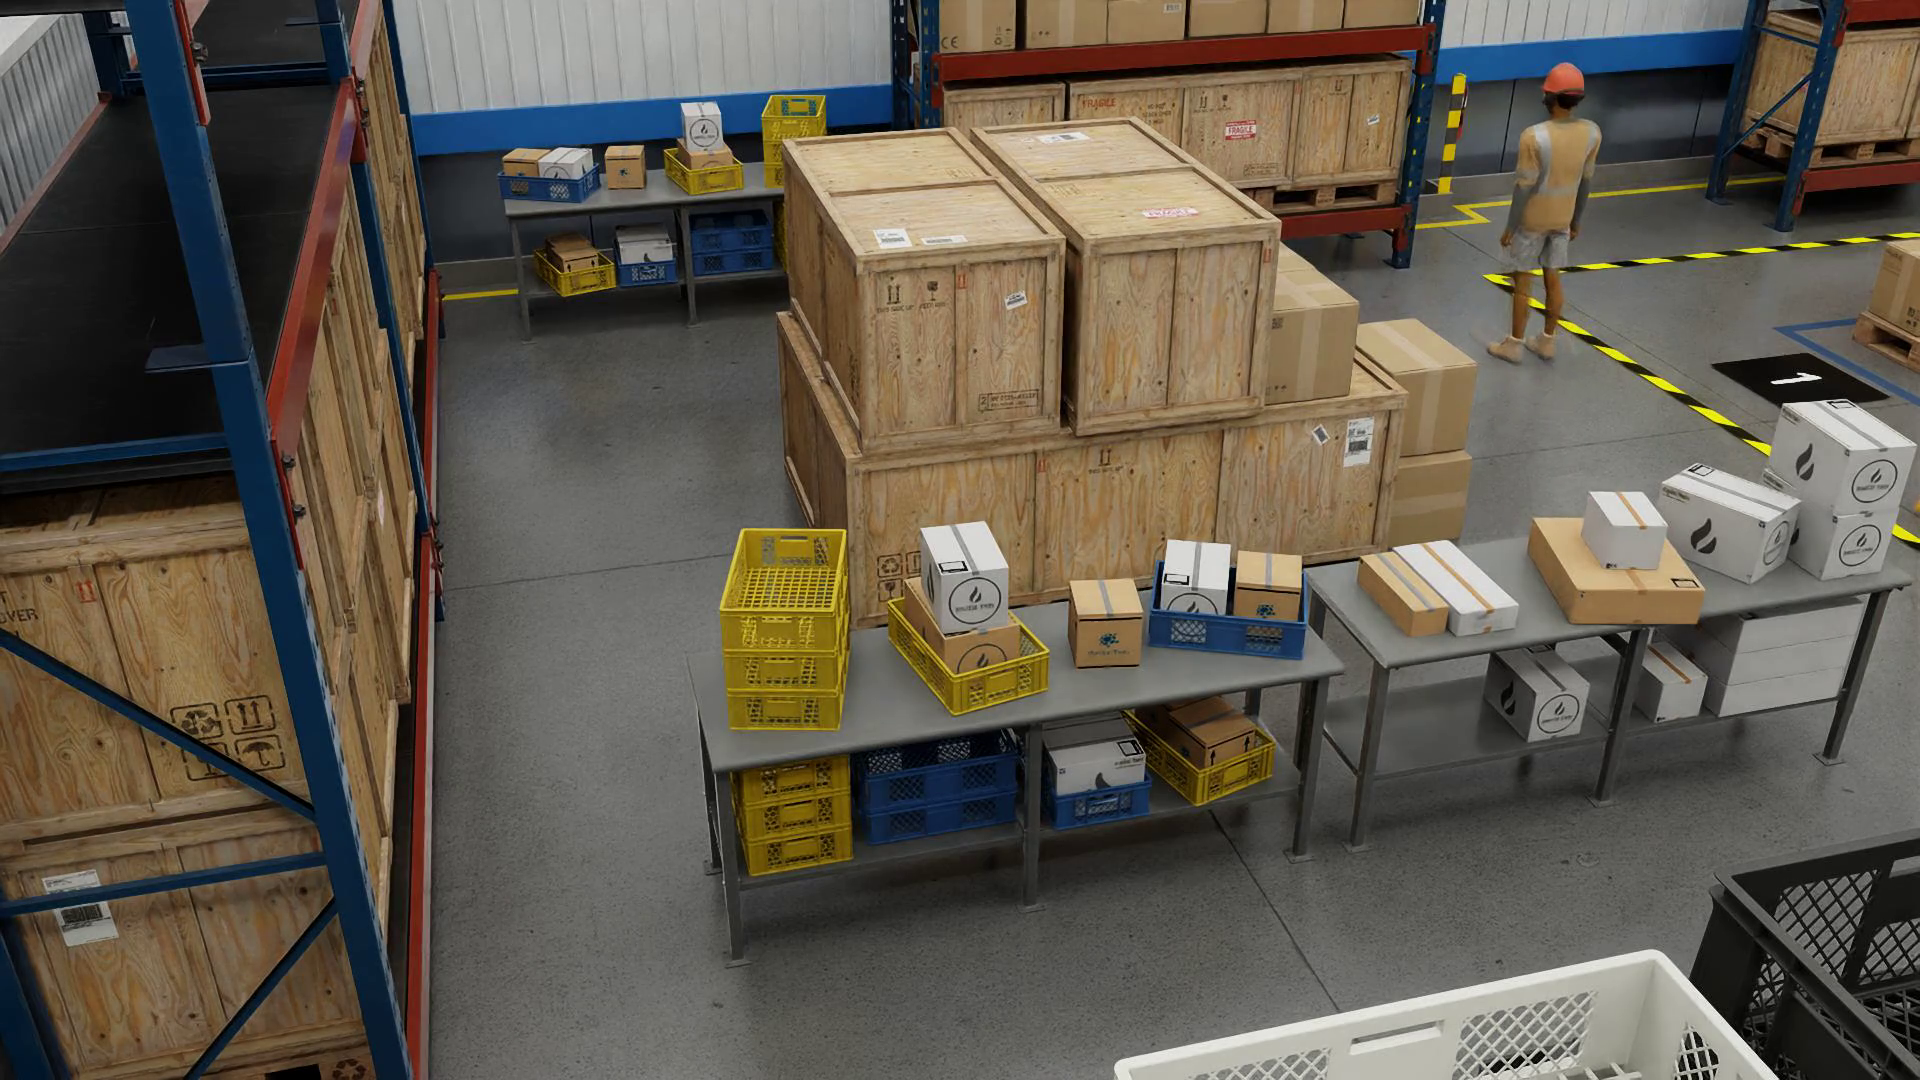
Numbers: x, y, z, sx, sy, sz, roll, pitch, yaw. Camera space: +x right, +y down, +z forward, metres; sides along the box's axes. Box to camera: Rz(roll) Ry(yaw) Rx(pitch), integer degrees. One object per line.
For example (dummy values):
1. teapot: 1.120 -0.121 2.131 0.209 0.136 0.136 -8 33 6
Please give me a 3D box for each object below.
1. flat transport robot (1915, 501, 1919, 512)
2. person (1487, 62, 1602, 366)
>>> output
1. flat transport robot: 6.165 -0.051 9.181 0.652 0.197 1.431 -18 34 -30
2. person: 3.934 -2.188 11.252 0.613 2.040 0.389 -10 30 -17
